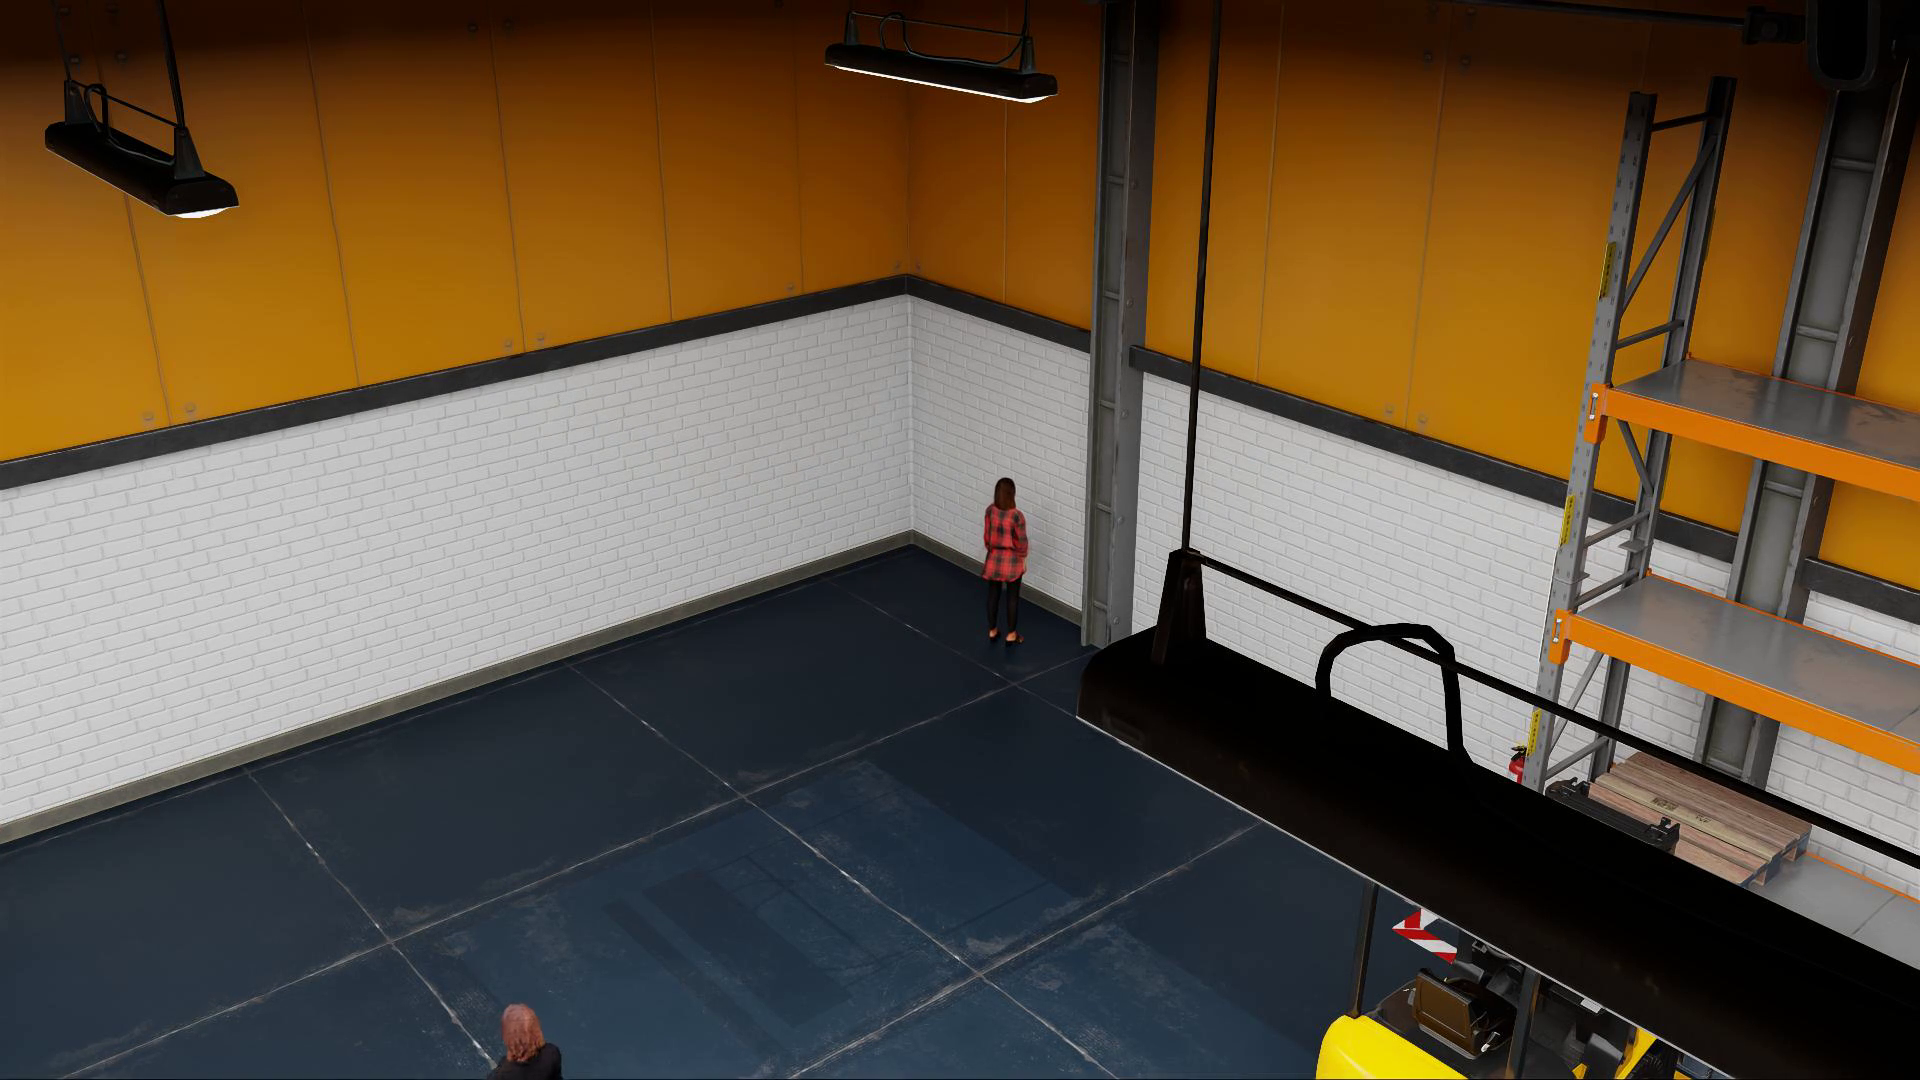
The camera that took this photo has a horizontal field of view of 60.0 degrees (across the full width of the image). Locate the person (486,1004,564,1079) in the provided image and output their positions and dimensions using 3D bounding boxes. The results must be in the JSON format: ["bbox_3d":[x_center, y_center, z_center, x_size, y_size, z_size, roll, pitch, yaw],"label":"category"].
[{"bbox_3d":[-2.261,3.262,8.959,0.619,1.696,0.740,-22,32,-40],"label":"person"}]

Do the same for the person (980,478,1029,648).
[{"bbox_3d":[0.427,0.205,15.946,0.593,1.701,0.740,14,27,29],"label":"person"}]
